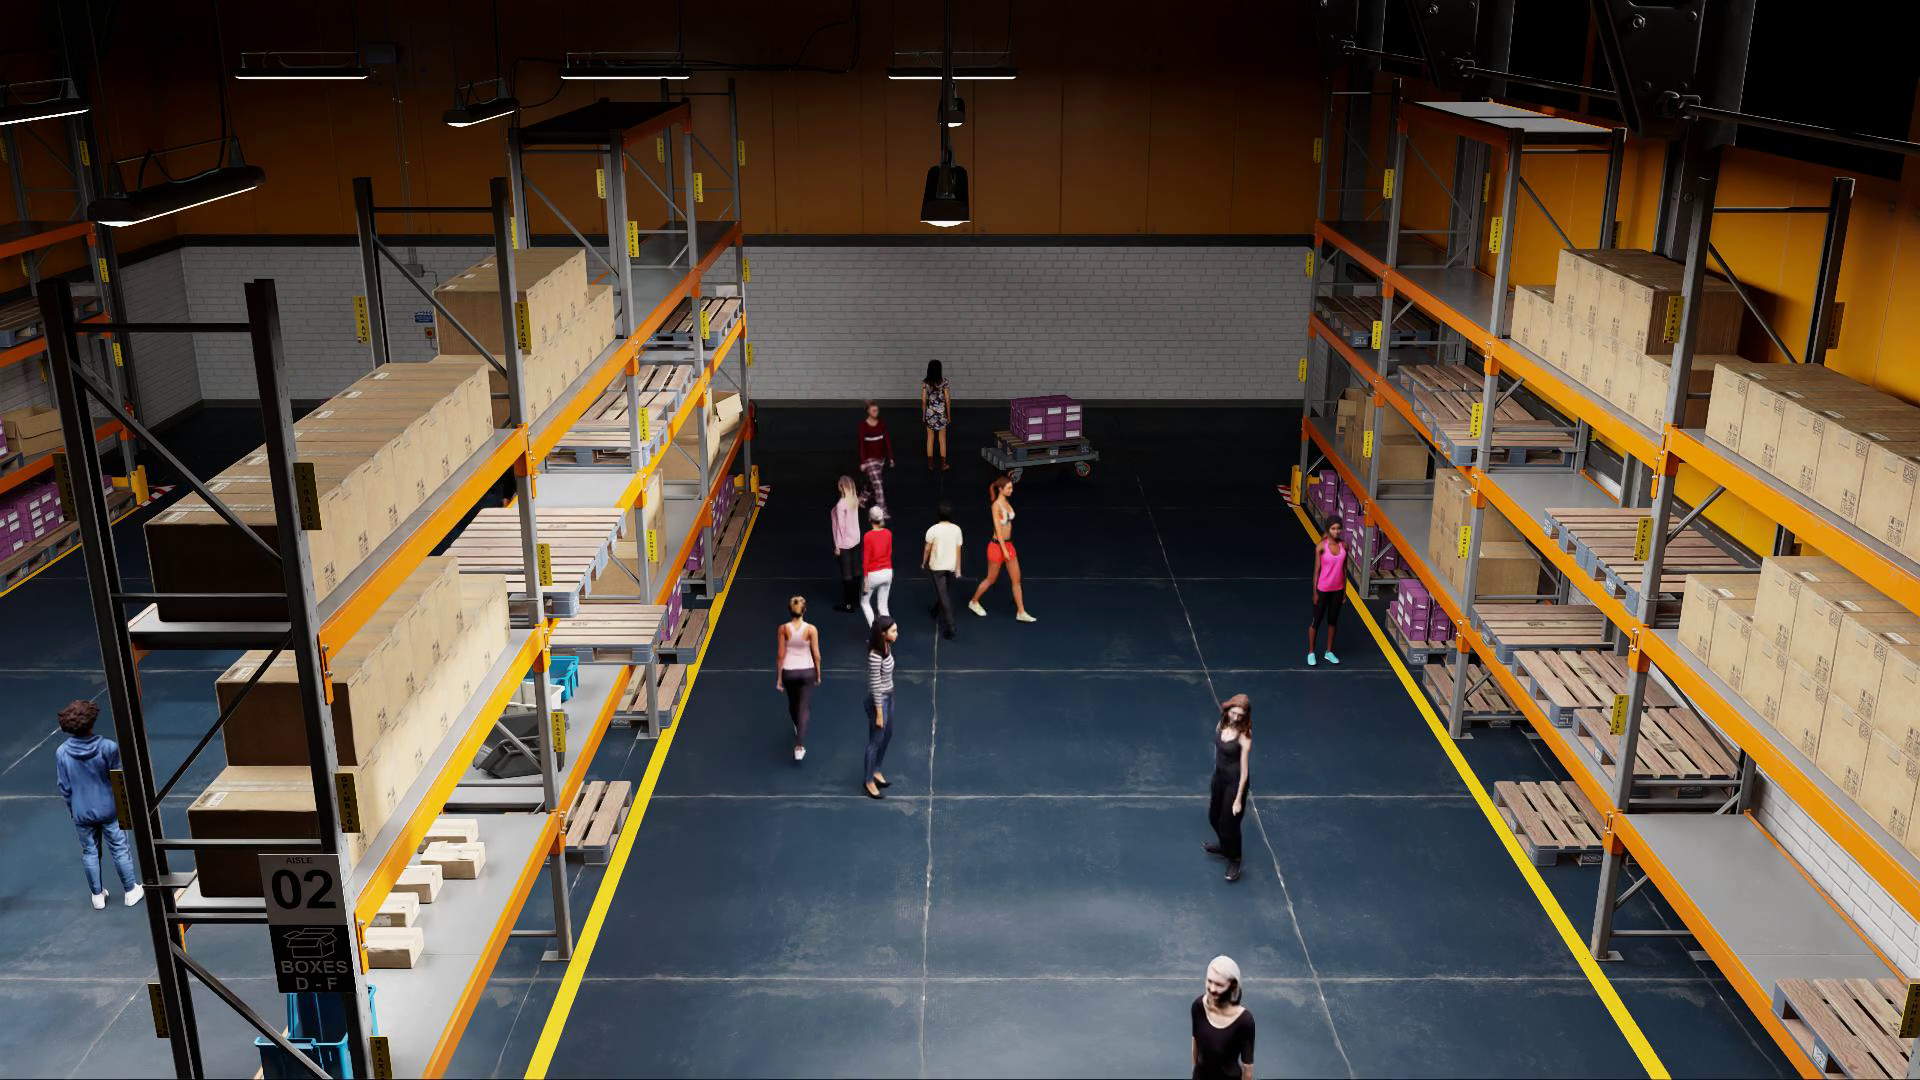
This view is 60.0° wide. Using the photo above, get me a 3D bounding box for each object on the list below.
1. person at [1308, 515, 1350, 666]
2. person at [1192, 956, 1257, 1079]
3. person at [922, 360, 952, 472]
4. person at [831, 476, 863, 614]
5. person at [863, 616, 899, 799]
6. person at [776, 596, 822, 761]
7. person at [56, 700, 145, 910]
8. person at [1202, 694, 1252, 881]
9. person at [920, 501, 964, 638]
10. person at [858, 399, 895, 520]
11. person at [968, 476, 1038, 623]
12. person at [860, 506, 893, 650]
[{"bbox_3d":[4.082,0.543,18.405,0.580,1.722,0.574,-2,19,-7],"label":"person"},{"bbox_3d":[1.628,3.306,10.097,0.997,1.788,1.221,11,21,29],"label":"person"},{"bbox_3d":[-0.373,-1.926,25.713,0.629,1.736,0.578,3,19,9],"label":"person"},{"bbox_3d":[-1.337,0.034,19.971,0.737,1.688,0.622,9,21,25],"label":"person"},{"bbox_3d":[-0.761,1.537,15.361,0.684,1.781,0.543,3,19,10],"label":"person"},{"bbox_3d":[-1.571,1.360,16.170,0.633,1.600,1.104,1,19,4],"label":"person"},{"bbox_3d":[-7.008,2.143,13.514,0.709,1.811,0.635,-3,19,-10],"label":"person"},{"bbox_3d":[2.295,2.036,13.990,0.920,1.710,0.772,-6,20,-17],"label":"person"},{"bbox_3d":[-0.157,0.369,19.194,0.905,1.547,1.103,-10,21,-28],"label":"person"},{"bbox_3d":[-1.260,-1.153,23.543,1.041,1.657,1.132,-16,24,-39],"label":"person"},{"bbox_3d":[0.399,0.124,19.599,1.006,1.754,1.117,10,21,28],"label":"person"},{"bbox_3d":[-0.880,0.467,18.701,0.748,1.677,0.797,-12,22,-32],"label":"person"}]
